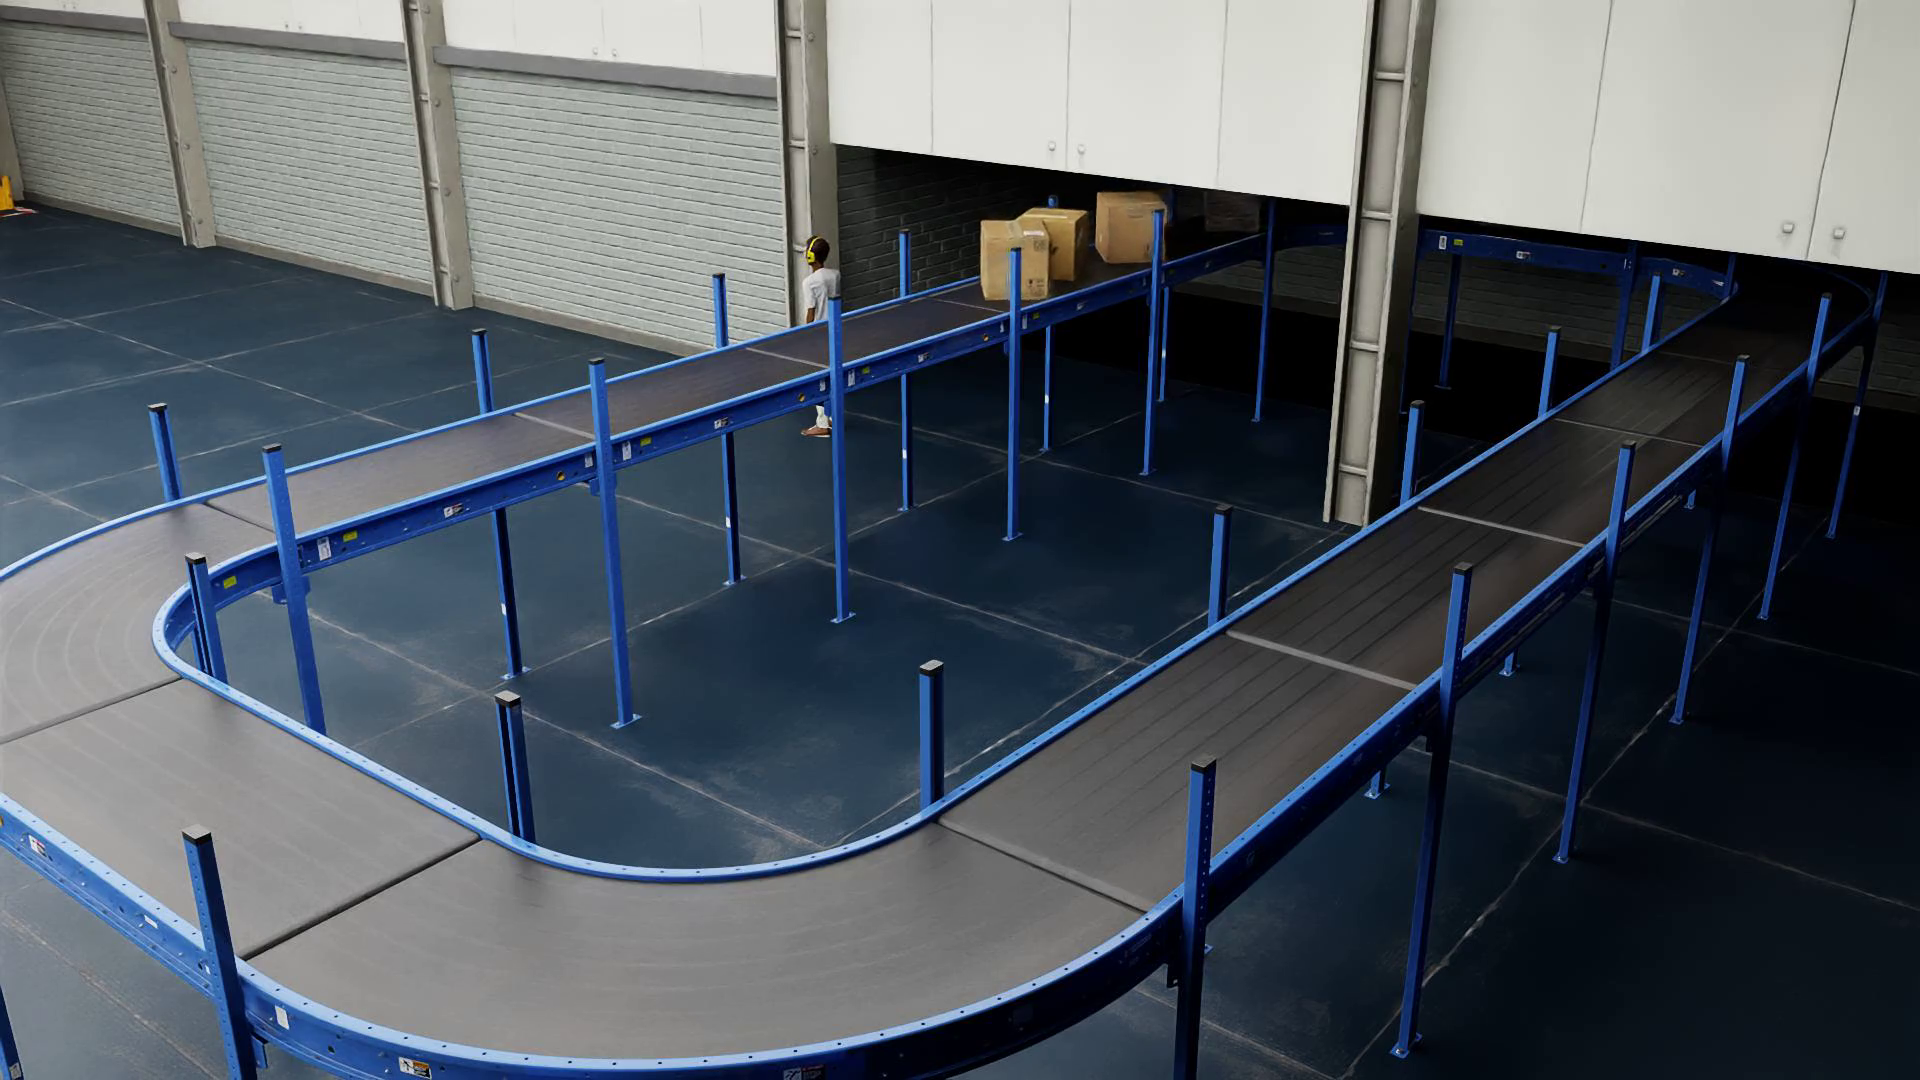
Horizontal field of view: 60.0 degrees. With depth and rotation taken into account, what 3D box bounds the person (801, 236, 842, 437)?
[{"bbox_3d":[-1.297,-1.880,15.413,0.329,1.873,0.512,14,25,31],"label":"person"}]
